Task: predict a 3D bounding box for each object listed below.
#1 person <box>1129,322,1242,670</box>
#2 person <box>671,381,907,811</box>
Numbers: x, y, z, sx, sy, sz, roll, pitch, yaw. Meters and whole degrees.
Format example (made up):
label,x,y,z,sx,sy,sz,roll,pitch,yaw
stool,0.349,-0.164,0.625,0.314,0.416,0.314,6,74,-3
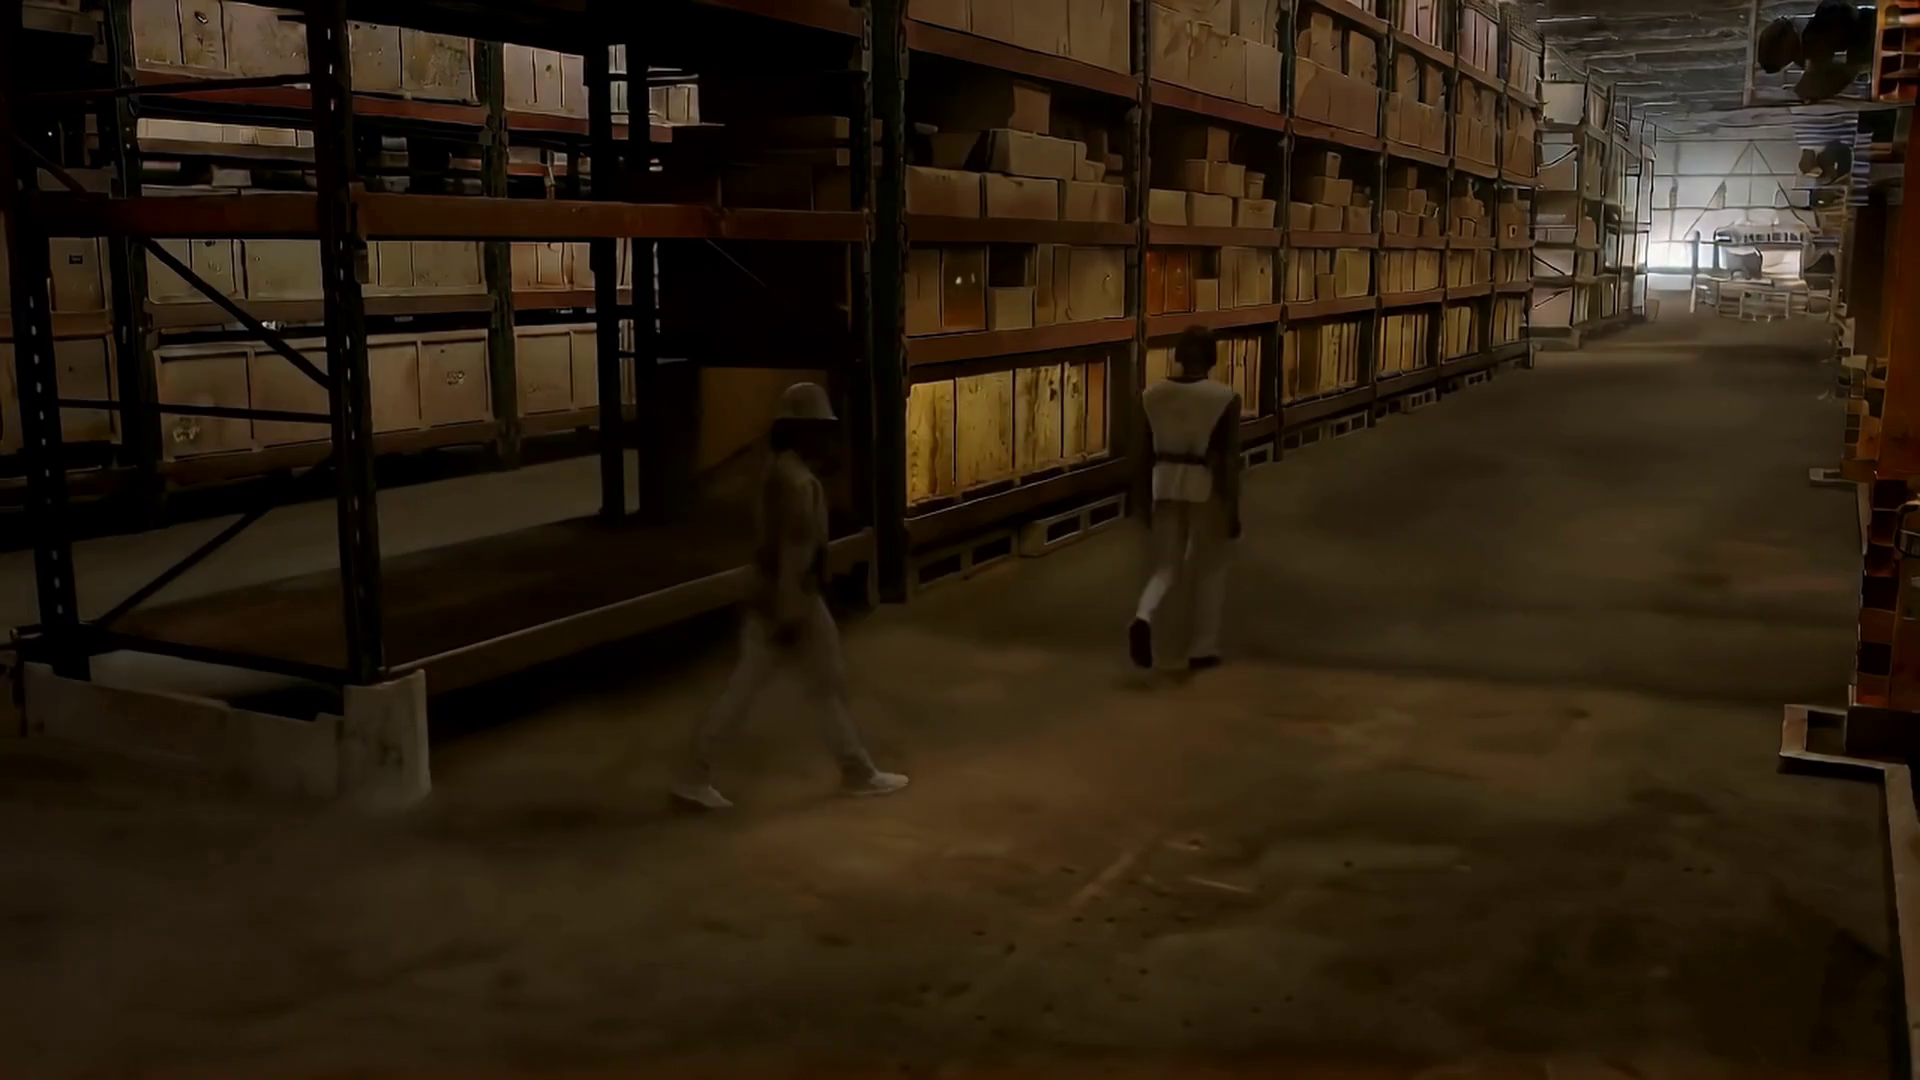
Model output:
label,x,y,z,sx,sy,sz,roll,pitch,yaw
person,1.153,-0.199,8.556,0.571,1.830,0.625,7,12,37
person,-0.700,0.221,6.502,0.948,1.691,0.496,-5,11,-26
